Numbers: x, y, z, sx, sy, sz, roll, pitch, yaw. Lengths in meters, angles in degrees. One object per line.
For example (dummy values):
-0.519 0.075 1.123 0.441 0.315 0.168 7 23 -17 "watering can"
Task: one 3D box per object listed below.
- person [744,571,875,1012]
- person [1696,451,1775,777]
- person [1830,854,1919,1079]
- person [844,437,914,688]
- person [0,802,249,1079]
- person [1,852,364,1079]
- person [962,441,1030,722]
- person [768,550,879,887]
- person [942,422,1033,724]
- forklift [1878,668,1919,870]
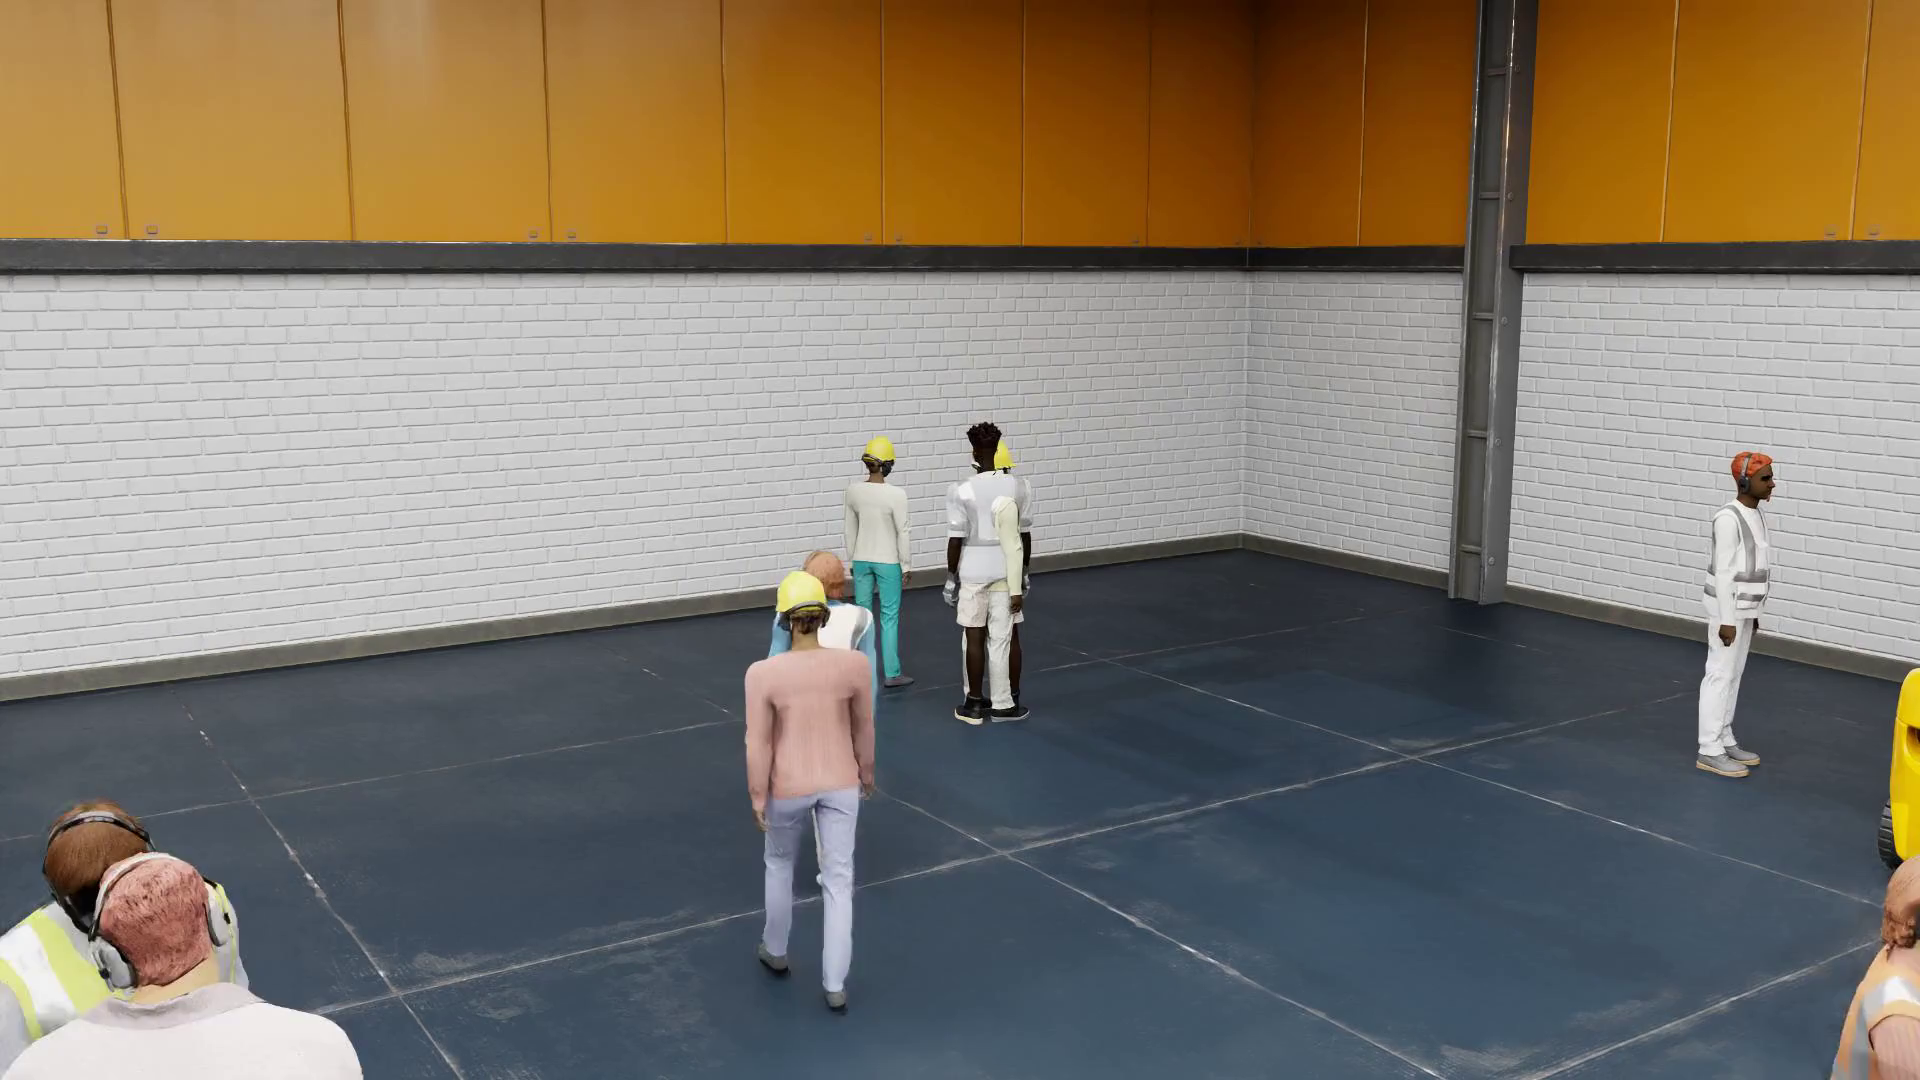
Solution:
-0.613 0.987 6.787 0.546 1.740 0.761 -2 10 -13 "person"
4.550 0.423 9.734 0.360 1.883 0.574 8 12 40 "person"
2.295 1.530 3.906 0.775 1.601 0.533 7 12 36 "person"
-0.565 0.158 11.684 0.531 1.768 0.311 5 11 29 "person"
-1.810 1.463 3.767 0.855 1.789 0.652 7 12 38 "person"
-1.418 1.503 3.292 0.683 1.849 0.975 0 9 -1 "person"
0.211 0.265 10.836 0.404 1.832 0.597 -8 12 -40 "person"
-0.684 0.840 8.087 0.520 1.595 0.865 -4 10 -23 "person"
0.179 0.215 10.759 0.603 1.959 0.380 -3 10 -20 "person"
5.511 0.571 7.906 2.313 2.155 1.214 -6 11 -33 "forklift"
